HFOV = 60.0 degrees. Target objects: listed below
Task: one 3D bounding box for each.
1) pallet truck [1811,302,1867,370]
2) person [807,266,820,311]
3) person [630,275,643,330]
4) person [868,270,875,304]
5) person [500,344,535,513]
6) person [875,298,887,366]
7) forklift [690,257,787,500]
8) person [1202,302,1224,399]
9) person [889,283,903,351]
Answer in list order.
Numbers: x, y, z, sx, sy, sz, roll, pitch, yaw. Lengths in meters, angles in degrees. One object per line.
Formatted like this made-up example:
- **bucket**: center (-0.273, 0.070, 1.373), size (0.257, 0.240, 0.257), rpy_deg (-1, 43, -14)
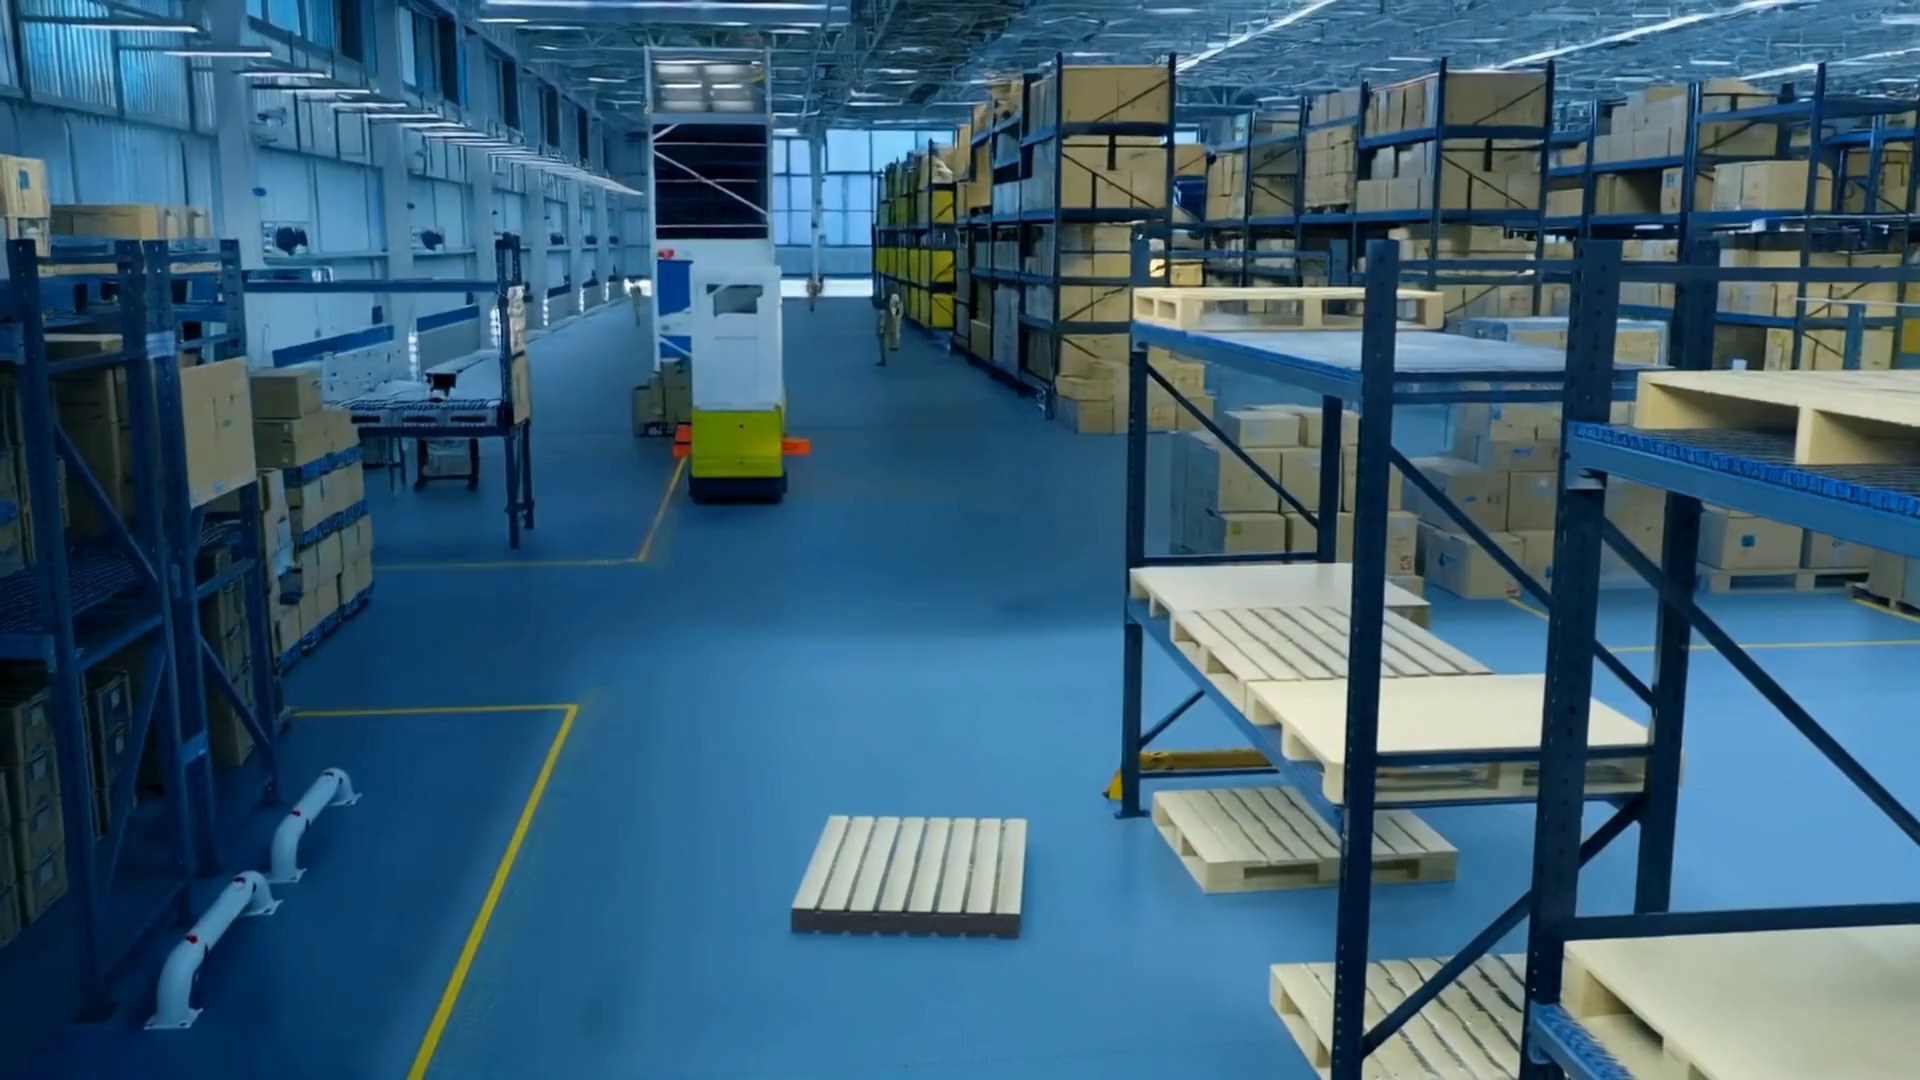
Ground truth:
- **pallet truck**: center (15.846, -3.142, 28.793), size (1.885, 1.965, 0.823), rpy_deg (2, 10, 12)
- **person**: center (-6.293, -10.748, 71.206), size (0.556, 1.899, 0.915), rpy_deg (-3, 11, -14)
- **person**: center (-10.956, -8.045, 56.390), size (0.429, 1.844, 0.626), rpy_deg (-1, 10, -6)
- **person**: center (-4.195, -11.984, 78.804), size (0.370, 1.622, 0.542), rpy_deg (1, 10, 6)
- **person**: center (-4.944, -1.273, 18.600), size (0.370, 1.939, 0.631), rpy_deg (-1, 10, -6)
- **person**: center (-1.917, -5.022, 40.219), size (0.280, 1.633, 0.502), rpy_deg (-1, 10, -6)
- **forklift**: center (-2.656, -1.965, 19.823), size (1.129, 2.768, 1.873), rpy_deg (-1, 10, -6)
- **person**: center (4.864, -3.635, 31.914), size (0.448, 1.863, 0.761), rpy_deg (-6, 12, -29)
- **person**: center (-1.757, -6.133, 45.781), size (0.387, 1.846, 0.566), rpy_deg (-1, 10, -6)
